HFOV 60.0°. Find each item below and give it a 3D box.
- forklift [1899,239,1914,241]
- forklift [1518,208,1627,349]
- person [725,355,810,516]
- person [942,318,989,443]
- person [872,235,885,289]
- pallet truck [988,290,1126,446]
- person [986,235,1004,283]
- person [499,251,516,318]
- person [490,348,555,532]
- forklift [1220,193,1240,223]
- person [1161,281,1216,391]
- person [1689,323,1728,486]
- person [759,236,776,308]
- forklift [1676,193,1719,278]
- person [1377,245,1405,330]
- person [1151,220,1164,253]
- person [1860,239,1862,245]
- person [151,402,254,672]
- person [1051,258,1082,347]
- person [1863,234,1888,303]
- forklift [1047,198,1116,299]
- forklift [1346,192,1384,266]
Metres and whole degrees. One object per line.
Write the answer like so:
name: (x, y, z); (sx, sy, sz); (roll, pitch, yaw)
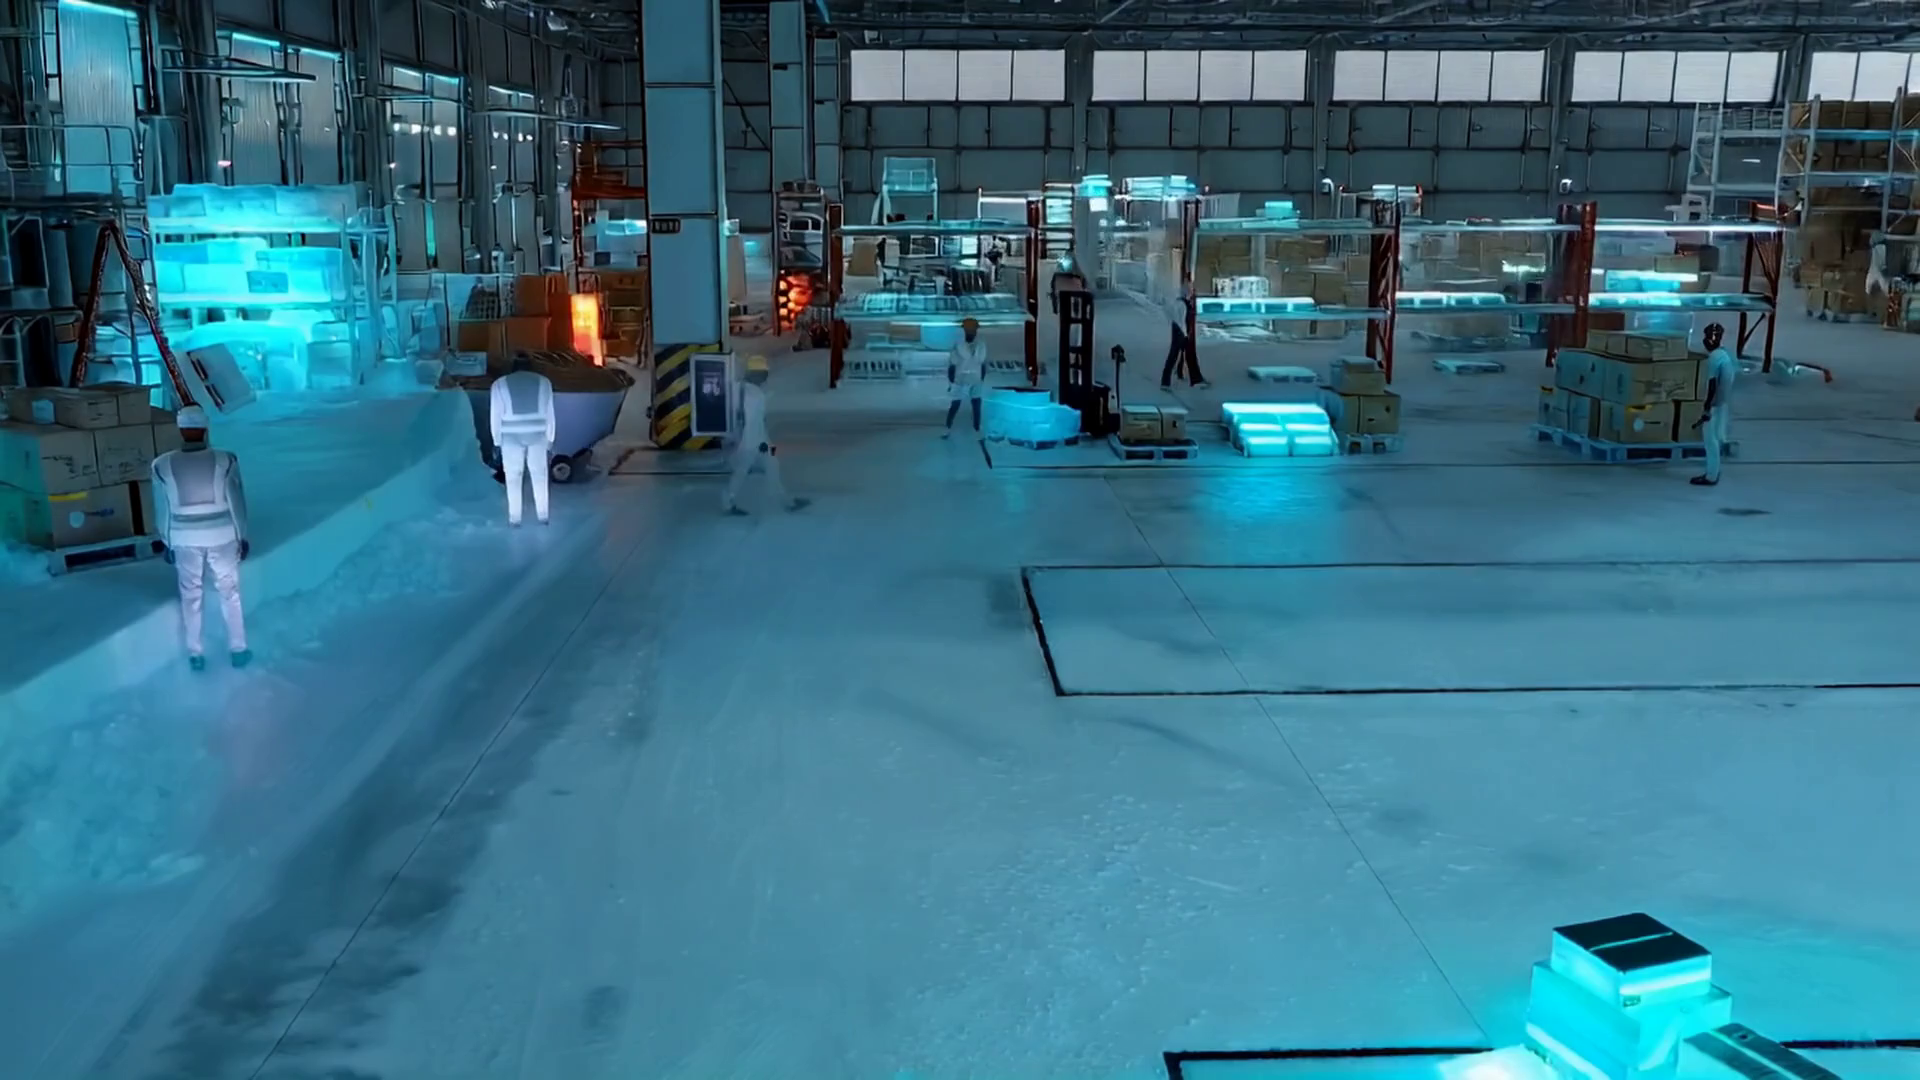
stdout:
forklift: (30.489, -9.749, 53.739); (1.873, 2.768, 1.129); (3, 13, 14)
forklift: (12.497, -5.317, 33.729); (1.873, 2.768, 1.129); (0, 12, -2)
person: (-2.042, -1.067, 17.224); (0.915, 1.689, 0.499); (1, 13, 6)
person: (0.060, -2.150, 22.209); (0.556, 1.662, 0.762); (-6, 14, -27)
person: (-2.490, -8.688, 51.222); (0.356, 1.883, 0.574); (-6, 14, -23)
pallet truck: (1.257, -2.299, 22.111); (1.885, 1.965, 0.823); (-9, 15, -35)
person: (1.077, -8.772, 51.473); (0.551, 1.934, 0.373); (-2, 13, -8)
person: (-11.138, -6.259, 40.827); (0.314, 1.634, 0.515); (-10, 16, -37)
person: (-4.370, -1.003, 16.646); (0.632, 1.837, 0.430); (-7, 14, -28)
forklift: (9.149, -10.376, 56.567); (1.873, 2.768, 1.129); (8, 15, 31)
person: (3.716, -3.310, 27.115); (0.944, 1.789, 0.625); (6, 14, 27)
person: (8.588, -1.544, 19.023); (0.331, 1.862, 0.506); (6, 14, 27)
person: (-4.913, -7.043, 43.738); (0.885, 1.897, 0.564); (-7, 14, -29)
forklift: (24.812, -10.339, 56.403); (1.129, 2.768, 1.873); (-2, 13, -8)
person: (9.766, -5.750, 37.825); (0.635, 1.937, 0.354); (3, 13, 11)
person: (6.779, -9.958, 56.874); (0.705, 1.923, 0.643); (-9, 15, -34)
person: (29.665, -9.457, 55.241); (0.312, 1.639, 0.518); (-9, 16, -36)
person: (-5.416, -0.017, 11.921); (0.605, 1.948, 0.390); (-4, 13, -17)
person: (2.123, -4.571, 32.620); (0.601, 1.898, 0.696); (-3, 13, -12)
person: (25.164, -7.446, 45.629); (0.599, 1.876, 1.007); (-9, 15, -34)
forklift: (3.425, -8.208, 46.778); (1.873, 2.768, 1.129); (0, 12, -2)
forklift: (14.688, -11.093, 59.807); (1.129, 2.768, 1.873); (0, 12, -2)
